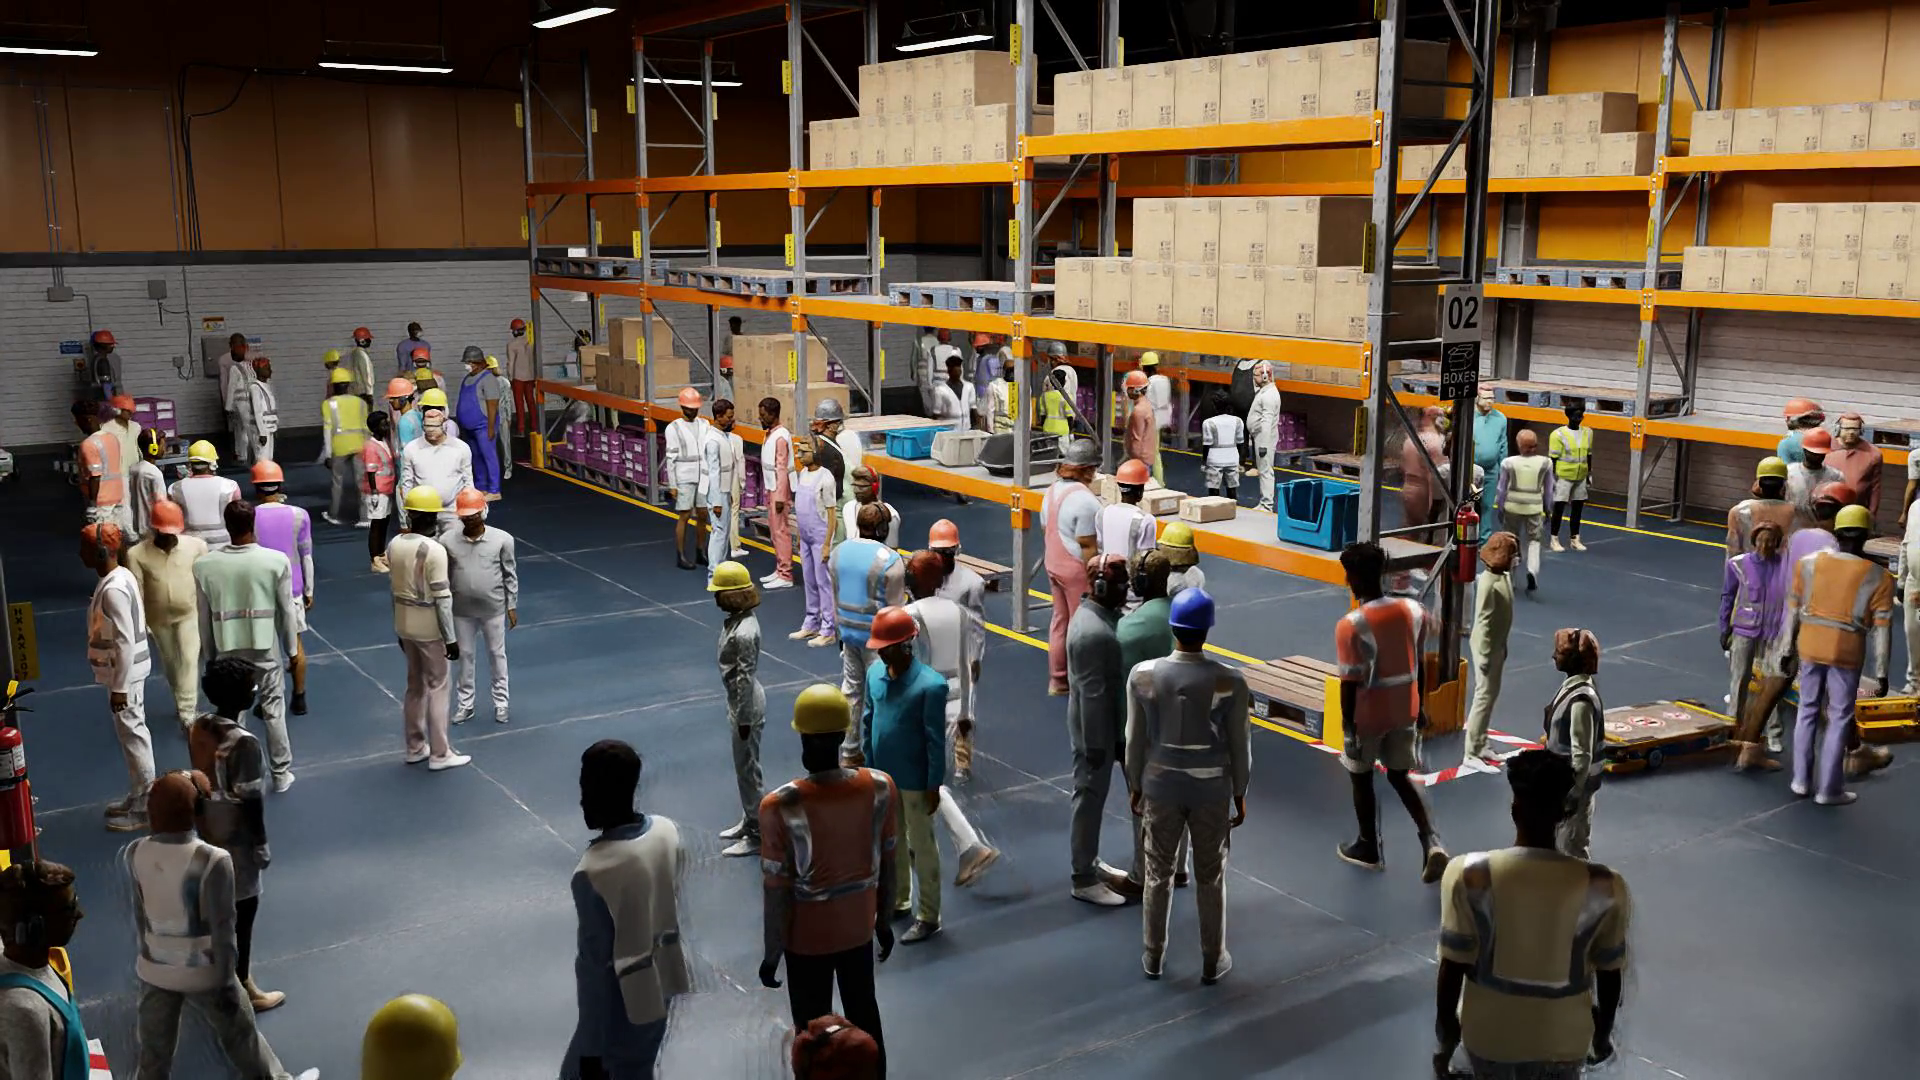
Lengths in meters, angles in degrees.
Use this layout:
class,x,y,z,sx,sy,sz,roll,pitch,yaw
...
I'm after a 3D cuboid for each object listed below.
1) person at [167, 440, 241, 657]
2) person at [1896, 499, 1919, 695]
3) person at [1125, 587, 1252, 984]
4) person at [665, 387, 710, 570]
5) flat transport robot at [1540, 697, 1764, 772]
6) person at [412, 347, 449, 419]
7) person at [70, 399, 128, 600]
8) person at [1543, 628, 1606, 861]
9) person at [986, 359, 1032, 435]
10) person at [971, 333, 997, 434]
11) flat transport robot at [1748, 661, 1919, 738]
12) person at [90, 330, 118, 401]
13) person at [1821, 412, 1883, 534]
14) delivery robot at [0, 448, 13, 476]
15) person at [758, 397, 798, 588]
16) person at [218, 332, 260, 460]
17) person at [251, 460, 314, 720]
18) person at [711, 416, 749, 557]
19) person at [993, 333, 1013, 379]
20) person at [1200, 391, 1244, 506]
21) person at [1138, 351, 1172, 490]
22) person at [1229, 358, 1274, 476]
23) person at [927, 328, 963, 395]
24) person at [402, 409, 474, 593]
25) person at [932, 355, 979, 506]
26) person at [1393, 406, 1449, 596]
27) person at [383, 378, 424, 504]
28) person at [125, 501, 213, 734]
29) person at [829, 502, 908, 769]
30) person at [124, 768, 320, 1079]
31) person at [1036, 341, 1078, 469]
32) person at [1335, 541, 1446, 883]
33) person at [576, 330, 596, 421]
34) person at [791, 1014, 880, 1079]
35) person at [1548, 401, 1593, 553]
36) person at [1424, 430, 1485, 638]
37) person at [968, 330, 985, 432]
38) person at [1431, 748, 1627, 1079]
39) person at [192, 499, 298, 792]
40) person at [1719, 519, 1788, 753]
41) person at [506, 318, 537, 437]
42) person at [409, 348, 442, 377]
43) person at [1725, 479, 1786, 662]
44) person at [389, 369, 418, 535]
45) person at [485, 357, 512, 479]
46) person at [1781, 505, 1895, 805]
class,x,y,z,sx,sy,sz,roll,pitch,yaw
person,-6.324,0.072,14.027,0.596,1.828,0.403,-3,12,-17
person,7.299,0.345,12.479,0.401,1.894,0.653,-3,12,-17
person,1.095,1.187,8.014,0.605,1.948,0.389,3,11,13
person,-2.811,-0.648,17.472,0.391,1.928,0.556,11,15,43
flat transport robot,4.807,1.339,11.543,1.431,0.197,0.652,-5,12,-25
person,-7.029,-1.533,21.851,0.618,1.986,0.408,-3,12,-16
person,-8.302,-0.392,16.067,0.400,1.958,0.609,-1,11,-5
person,3.120,1.249,8.491,0.311,1.639,0.521,3,12,16
person,0.655,-1.448,21.772,0.630,1.842,0.429,-3,11,-16
person,0.298,-2.214,25.536,0.827,1.902,0.561,-3,11,-16
flat transport robot,6.560,1.162,12.447,0.652,0.197,1.431,-2,11,-10
person,-12.458,-2.043,24.320,0.404,2.036,0.606,-8,14,-35
person,8.178,-0.244,15.453,0.651,1.904,0.403,4,12,18
delivery robot,-13.505,-1.135,23.233,0.477,0.478,0.707,-10,15,-42
person,-1.823,-0.480,16.660,0.405,1.909,0.597,-3,12,-16
person,-10.906,-2.176,25.252,0.630,1.940,0.372,-10,15,-41
person,-5.059,0.367,12.290,0.550,1.923,0.391,-8,14,-35
person,-2.544,-0.628,18.103,0.500,1.636,0.280,5,12,23
person,0.741,-2.565,27.517,0.388,1.837,0.566,1,11,5
person,3.023,-0.876,19.230,0.532,1.693,0.319,-4,12,-18
person,2.559,-1.530,22.016,0.518,1.905,0.625,10,15,41
person,4.098,-1.934,23.749,0.535,2.000,0.674,-7,13,-33
person,-0.247,-2.529,27.194,0.583,1.884,0.350,1,11,4
person,-4.902,-0.284,15.658,0.649,1.904,0.401,-3,11,-15
person,-0.078,-1.445,21.551,0.626,1.931,0.954,-7,13,-32
person,4.640,-0.369,16.220,0.881,1.857,0.698,-4,12,-17
person,-5.730,-0.666,17.286,0.407,2.036,0.606,-1,11,-6
person,-5.639,0.545,11.960,0.570,1.683,0.883,-4,12,-22
person,-0.579,0.657,11.039,0.629,1.837,0.430,9,14,40
person,-2.972,1.662,6.502,0.526,1.583,0.878,4,12,18
person,1.275,-1.635,22.217,0.536,2.000,0.684,5,12,26
person,2.374,0.966,9.184,0.670,1.931,0.729,-5,12,-23
person,-6.056,-2.490,27.077,0.328,1.861,0.507,-3,11,-15
person,-0.252,2.040,3.914,0.589,1.846,0.916,-8,14,-37
person,6.715,-0.695,18.326,0.539,1.687,0.320,-3,11,-15
person,4.327,-0.047,14.611,0.506,1.839,0.343,-2,11,-11
person,0.286,-2.543,27.293,0.363,1.878,0.585,-1,11,-5
person,1.949,1.634,5.768,0.618,1.931,0.880,3,11,14
person,-4.547,0.694,10.634,0.589,1.913,0.394,-3,11,-13
person,5.553,0.655,11.553,0.524,1.630,0.313,4,12,22
person,-7.366,-2.722,27.941,0.411,1.987,0.607,7,13,31
person,-7.428,-1.719,23.116,0.643,1.873,0.942,-6,13,-30
person,6.627,0.224,13.784,0.288,1.626,0.496,-6,13,-28
person,-6.429,-1.017,19.336,0.371,1.933,0.627,-3,11,-14
person,-6.560,-1.720,23.448,0.488,1.736,0.335,0,11,-2
person,5.547,0.728,10.506,0.649,1.900,0.453,11,15,44
